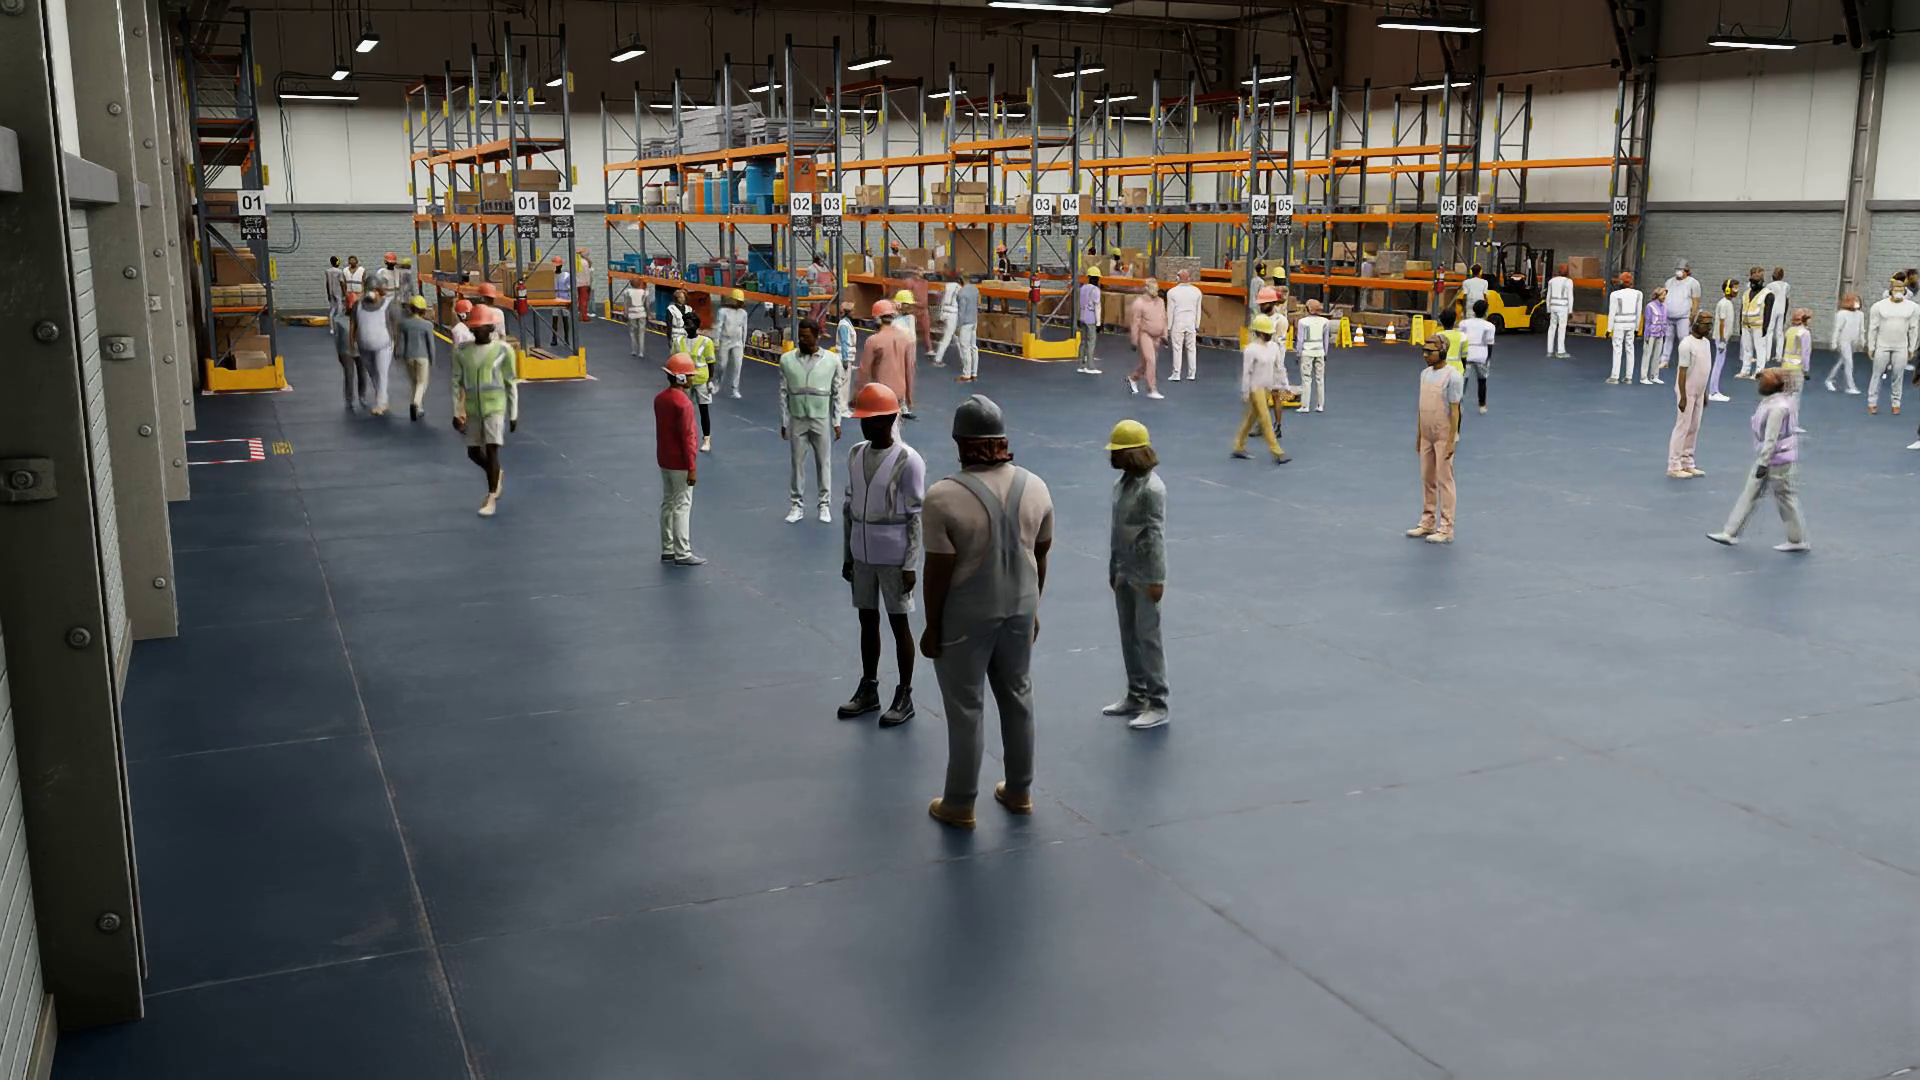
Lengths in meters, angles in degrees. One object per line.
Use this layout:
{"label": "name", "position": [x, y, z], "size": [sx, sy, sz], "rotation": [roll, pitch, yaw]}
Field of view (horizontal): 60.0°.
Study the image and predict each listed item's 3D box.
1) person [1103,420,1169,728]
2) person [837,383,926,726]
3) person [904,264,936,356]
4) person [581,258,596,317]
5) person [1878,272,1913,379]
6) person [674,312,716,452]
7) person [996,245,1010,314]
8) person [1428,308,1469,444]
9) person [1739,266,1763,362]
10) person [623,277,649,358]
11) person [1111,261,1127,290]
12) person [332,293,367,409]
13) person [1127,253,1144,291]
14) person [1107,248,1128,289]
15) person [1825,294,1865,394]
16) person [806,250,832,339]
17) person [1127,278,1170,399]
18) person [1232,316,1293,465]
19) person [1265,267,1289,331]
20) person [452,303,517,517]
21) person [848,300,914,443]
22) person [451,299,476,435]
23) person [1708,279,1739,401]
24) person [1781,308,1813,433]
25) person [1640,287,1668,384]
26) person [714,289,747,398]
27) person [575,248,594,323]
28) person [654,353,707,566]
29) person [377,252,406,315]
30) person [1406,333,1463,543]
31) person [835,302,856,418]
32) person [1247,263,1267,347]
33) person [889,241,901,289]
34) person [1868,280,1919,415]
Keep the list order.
{"label": "person", "position": [0.984, 0.185, 9.382], "size": [0.341, 1.731, 0.499], "rotation": [-6, 12, -27]}
{"label": "person", "position": [-0.454, 0.081, 9.383], "size": [0.545, 1.938, 0.359], "rotation": [8, 14, 35]}
{"label": "person", "position": [-0.889, -4.669, 33.741], "size": [0.637, 1.867, 0.988], "rotation": [-10, 15, -40]}
{"label": "person", "position": [-10.367, -7.048, 46.390], "size": [0.499, 1.633, 0.283], "rotation": [8, 14, 37]}
{"label": "person", "position": [16.278, -3.736, 28.986], "size": [0.507, 1.863, 0.327], "rotation": [2, 11, 8]}
{"label": "person", "position": [-3.218, -1.908, 20.105], "size": [0.539, 1.695, 0.319], "rotation": [3, 11, 14]}
{"label": "person", "position": [1.134, -6.843, 44.359], "size": [0.409, 2.028, 0.612], "rotation": [3, 12, 17]}
{"label": "person", "position": [6.076, -2.042, 20.778], "size": [0.536, 1.699, 0.322], "rotation": [-1, 11, -4]}
{"label": "person", "position": [15.343, -4.369, 32.234], "size": [0.344, 1.845, 0.504], "rotation": [3, 12, 17]}
{"label": "person", "position": [-6.485, -4.458, 33.303], "size": [0.519, 1.598, 0.834], "rotation": [-3, 12, -15]}
{"label": "person", "position": [4.256, -6.737, 44.891], "size": [0.508, 1.597, 0.810], "rotation": [-10, 15, -40]}
{"label": "person", "position": [-9.017, -2.826, 24.753], "size": [0.558, 1.714, 0.776], "rotation": [-5, 12, -25]}
{"label": "person", "position": [5.061, -7.434, 48.134], "size": [0.583, 1.715, 0.756], "rotation": [8, 14, 35]}
{"label": "person", "position": [4.482, -7.340, 47.260], "size": [0.945, 1.872, 0.596], "rotation": [7, 13, 33]}
{"label": "person", "position": [14.271, -3.172, 26.778], "size": [0.508, 1.601, 0.823], "rotation": [-3, 12, -16]}
{"label": "person", "position": [-3.189, -5.652, 38.254], "size": [0.537, 2.000, 0.674], "rotation": [8, 14, 36]}
{"label": "person", "position": [2.910, -3.173, 26.101], "size": [0.655, 1.876, 0.880], "rotation": [-10, 15, -41]}
{"label": "person", "position": [3.486, -1.729, 19.177], "size": [0.536, 1.700, 0.943], "rotation": [-10, 15, -43]}
{"label": "person", "position": [5.622, -3.890, 29.599], "size": [0.590, 1.923, 0.383], "rotation": [-7, 13, -32]}
{"label": "person", "position": [-4.551, -1.269, 16.021], "size": [0.620, 2.027, 0.762], "rotation": [1, 11, 5]}
{"label": "person", "position": [-0.866, -1.569, 17.716], "size": [0.983, 1.943, 0.633], "rotation": [9, 14, 39]}
{"label": "person", "position": [-6.423, -2.254, 21.706], "size": [0.320, 1.755, 0.569], "rotation": [0, 11, 0]}
{"label": "person", "position": [11.757, -3.074, 25.587], "size": [0.330, 1.872, 0.512], "rotation": [6, 13, 29]}
{"label": "person", "position": [11.013, -2.234, 21.930], "size": [0.313, 1.637, 0.515], "rotation": [0, 11, 1]}
{"label": "person", "position": [11.726, -3.441, 28.068], "size": [0.514, 1.634, 0.313], "rotation": [-6, 13, -28]}
{"label": "person", "position": [-3.620, -3.097, 26.121], "size": [0.531, 1.706, 0.674], "rotation": [-5, 12, -25]}
{"label": "person", "position": [-9.990, -6.683, 43.776], "size": [0.725, 1.937, 0.401], "rotation": [9, 15, 40]}
{"label": "person", "position": [-2.285, -0.655, 13.619], "size": [0.346, 1.745, 0.569], "rotation": [-8, 13, -34]}
{"label": "person", "position": [-12.191, -5.151, 35.723], "size": [0.393, 2.036, 0.605], "rotation": [8, 14, 36]}
{"label": "person", "position": [4.183, -0.896, 14.610], "size": [0.345, 1.840, 0.502], "rotation": [-5, 12, -23]}
{"label": "person", "position": [-1.610, -2.542, 23.499], "size": [0.315, 1.631, 0.519], "rotation": [0, 11, 2]}
{"label": "person", "position": [6.086, -4.719, 33.995], "size": [0.338, 1.860, 0.500], "rotation": [-3, 12, -17]}
{"label": "person", "position": [-1.918, -7.836, 49.350], "size": [0.374, 2.043, 0.612], "rotation": [7, 13, 30]}
{"label": "person", "position": [13.349, -2.756, 23.825], "size": [0.631, 1.931, 0.365], "rotation": [4, 12, 21]}
